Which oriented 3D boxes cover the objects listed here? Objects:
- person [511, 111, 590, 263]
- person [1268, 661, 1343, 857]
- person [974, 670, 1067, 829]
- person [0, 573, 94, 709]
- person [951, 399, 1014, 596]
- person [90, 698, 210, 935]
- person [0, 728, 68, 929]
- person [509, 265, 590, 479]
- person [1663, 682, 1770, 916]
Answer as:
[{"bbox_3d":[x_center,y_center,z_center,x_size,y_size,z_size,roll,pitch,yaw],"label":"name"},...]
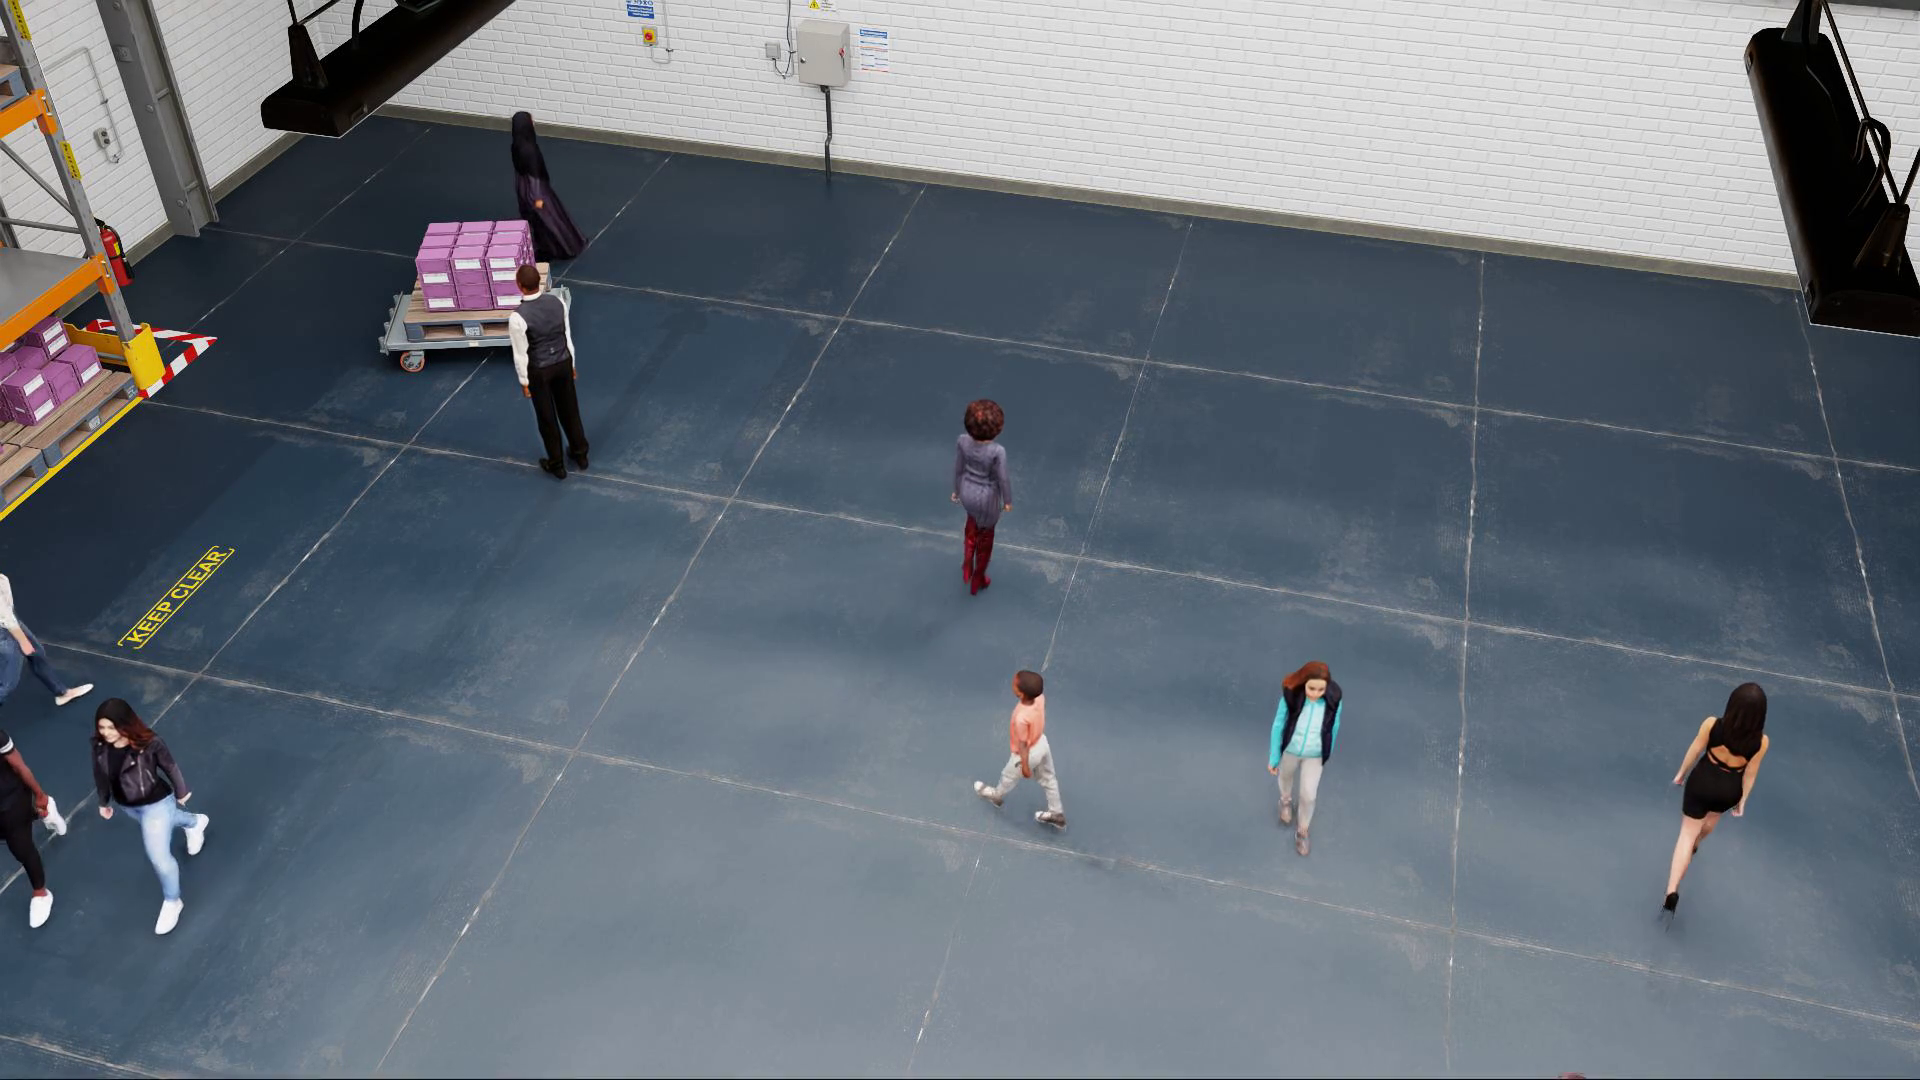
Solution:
[{"bbox_3d":[-4.273,-3.462,16.447,1.051,1.616,0.972,-21,43,-25],"label":"person"},{"bbox_3d":[2.183,1.267,10.636,0.626,1.477,0.794,6,39,7],"label":"person"},{"bbox_3d":[0.505,1.362,10.673,0.733,1.282,0.891,23,44,26],"label":"person"},{"bbox_3d":[-6.556,0.664,11.217,0.924,1.695,1.185,31,48,33],"label":"person"},{"bbox_3d":[0.112,-0.261,12.375,0.668,1.696,0.657,19,42,22],"label":"person"},{"bbox_3d":[-4.959,1.544,10.193,0.692,1.596,1.113,6,39,7],"label":"person"},{"bbox_3d":[-5.813,1.520,10.137,0.894,1.704,1.168,-5,39,-7],"label":"person"},{"bbox_3d":[-3.354,-1.383,13.604,0.733,1.916,0.827,-26,45,-29],"label":"person"},{"bbox_3d":[4.566,1.595,10.116,0.731,1.615,1.101,17,42,20],"label":"person"}]
